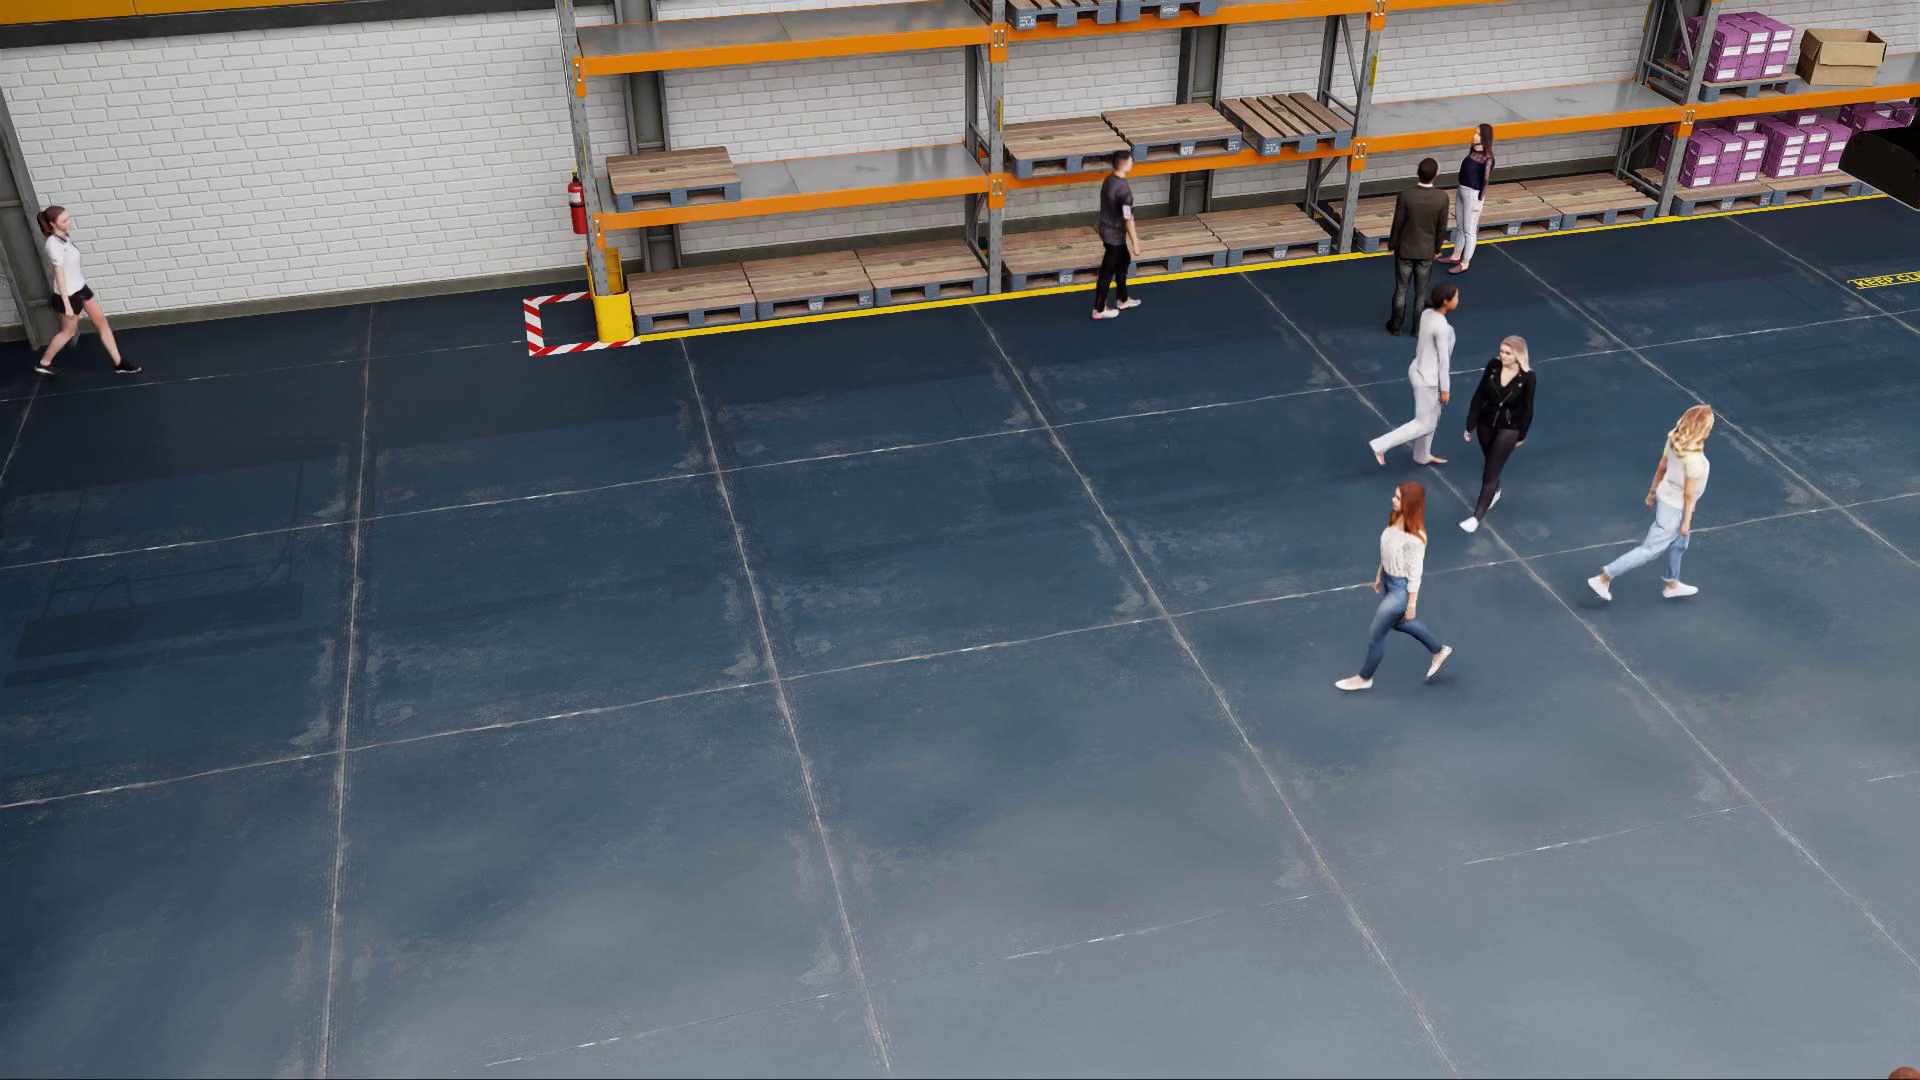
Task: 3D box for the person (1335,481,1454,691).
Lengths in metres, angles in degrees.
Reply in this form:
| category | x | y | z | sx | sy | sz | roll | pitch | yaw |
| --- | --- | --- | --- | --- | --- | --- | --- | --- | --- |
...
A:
| category | x | y | z | sx | sy | sz | roll | pitch | yaw |
| --- | --- | --- | --- | --- | --- | --- | --- | --- | --- |
| person | 3.116 | 0.338 | 11.480 | 1.110 | 1.701 | 0.704 | -3 | 34 | -4 |

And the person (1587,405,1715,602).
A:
| category | x | y | z | sx | sy | sz | roll | pitch | yaw |
| --- | --- | --- | --- | --- | --- | --- | --- | --- | --- |
| person | 5.186 | -0.221 | 12.331 | 1.190 | 1.691 | 0.798 | -1 | 34 | -2 |

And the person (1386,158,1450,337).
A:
| category | x | y | z | sx | sy | sz | roll | pitch | yaw |
| --- | --- | --- | --- | --- | --- | --- | --- | --- | --- |
| person | 4.437 | -2.844 | 16.173 | 0.651 | 1.805 | 0.816 | 5 | 34 | 8 |

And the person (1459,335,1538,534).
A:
| category | x | y | z | sx | sy | sz | roll | pitch | yaw |
| --- | --- | --- | --- | --- | --- | --- | --- | --- | --- |
| person | 4.377 | -0.919 | 13.427 | 0.994 | 1.639 | 1.182 | 25 | 41 | 32 |

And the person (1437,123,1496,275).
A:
| category | x | y | z | sx | sy | sz | roll | pitch | yaw |
| --- | --- | --- | --- | --- | --- | --- | --- | --- | --- |
| person | 5.349 | -3.596 | 17.485 | 0.555 | 1.604 | 0.612 | -6 | 34 | -9 |

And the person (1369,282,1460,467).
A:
| category | x | y | z | sx | sy | sz | roll | pitch | yaw |
| --- | --- | --- | --- | --- | --- | --- | --- | --- | --- |
| person | 3.855 | -1.345 | 13.999 | 1.031 | 1.714 | 0.784 | 0 | 34 | -1 |

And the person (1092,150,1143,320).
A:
| category | x | y | z | sx | sy | sz | roll | pitch | yaw |
| --- | --- | --- | --- | --- | --- | --- | --- | --- | --- |
| person | 1.447 | -2.988 | 16.441 | 0.775 | 1.749 | 0.658 | -9 | 35 | -13 |

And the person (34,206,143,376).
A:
| category | x | y | z | sx | sy | sz | roll | pitch | yaw |
| --- | --- | --- | --- | --- | --- | --- | --- | --- | --- |
| person | -8.291 | -2.240 | 15.355 | 1.170 | 1.706 | 0.732 | -6 | 34 | -9 |
